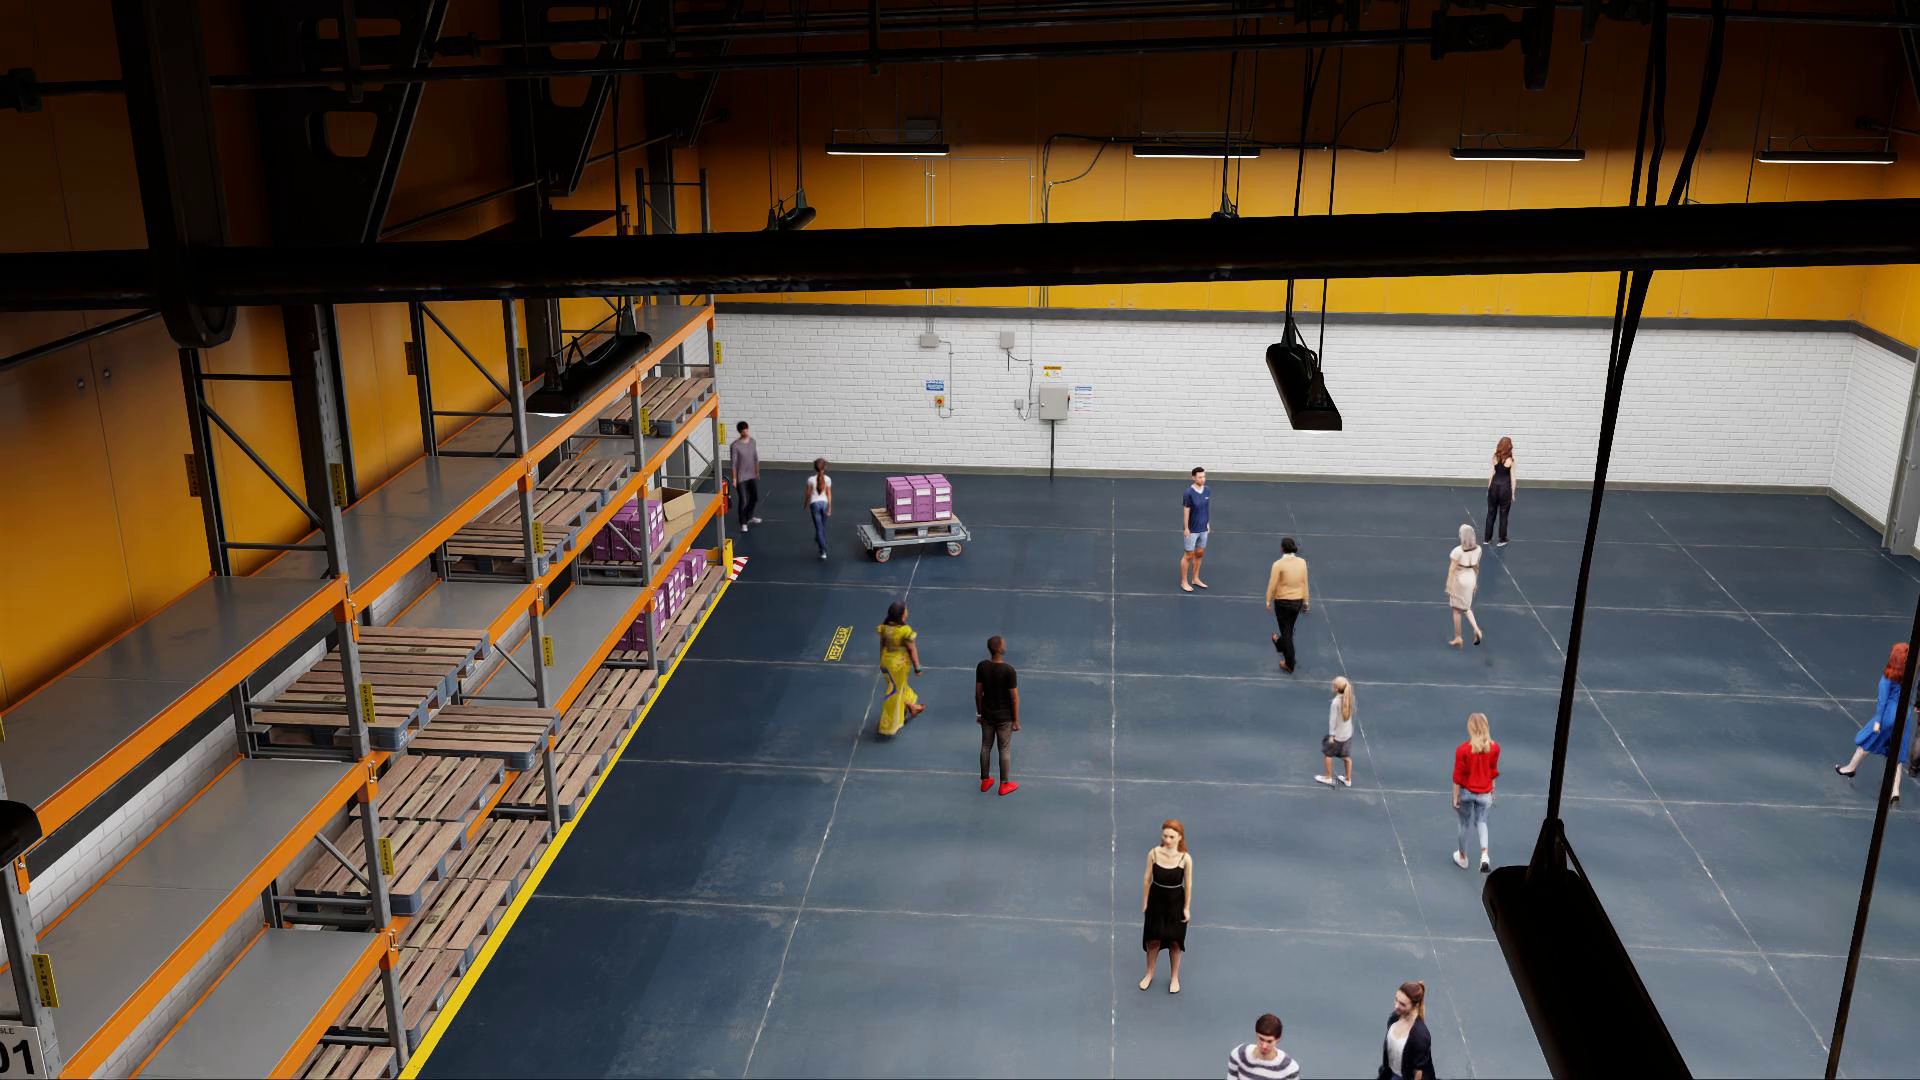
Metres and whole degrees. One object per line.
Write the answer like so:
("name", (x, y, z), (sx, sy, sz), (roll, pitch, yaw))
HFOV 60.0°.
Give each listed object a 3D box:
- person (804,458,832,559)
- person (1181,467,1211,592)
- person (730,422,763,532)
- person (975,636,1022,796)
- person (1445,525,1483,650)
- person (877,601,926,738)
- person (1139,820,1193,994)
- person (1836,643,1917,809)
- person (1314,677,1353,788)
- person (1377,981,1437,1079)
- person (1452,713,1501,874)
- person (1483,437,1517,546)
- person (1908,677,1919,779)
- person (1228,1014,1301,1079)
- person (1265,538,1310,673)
("person", (-2.151, -0.462, 25.600), (0.835, 1.515, 1.148), (-6, 20, -17))
("person", (3.438, -0.187, 24.264), (0.703, 1.847, 0.739), (-12, 22, -31))
("person", (-3.476, -1.027, 26.810), (0.995, 1.813, 0.906), (13, 22, 33))
("person", (0.395, 1.900, 18.131), (0.717, 1.804, 0.657), (9, 20, 24))
("person", (6.684, 0.666, 21.924), (0.785, 1.723, 0.900), (-6, 20, -18))
("person", (-0.797, 1.544, 19.483), (1.180, 1.617, 1.296), (16, 25, 40))
("person", (1.822, 3.189, 14.586), (0.615, 1.624, 0.618), (6, 19, 16))
("person", (10.021, 2.019, 17.798), (0.826, 1.792, 1.131), (-4, 19, -12))
("person", (4.204, 2.124, 18.312), (0.672, 1.265, 0.731), (-14, 23, -35))
("person", (3.361, 3.971, 12.222), (1.014, 1.652, 1.079), (-7, 20, -19))
("person", (5.105, 2.545, 16.395), (0.669, 1.690, 0.883), (-1, 19, -2))
("person", (8.489, -0.774, 26.165), (0.717, 1.746, 0.768), (13, 23, 34))
("person", (10.861, 1.854, 18.452), (0.733, 1.709, 0.713), (14, 23, 35))
("person", (2.095, 4.071, 11.633), (0.821, 1.838, 0.998), (8, 20, 22))
("person", (4.250, 0.861, 21.361), (0.975, 1.712, 1.212), (-6, 19, -17))
